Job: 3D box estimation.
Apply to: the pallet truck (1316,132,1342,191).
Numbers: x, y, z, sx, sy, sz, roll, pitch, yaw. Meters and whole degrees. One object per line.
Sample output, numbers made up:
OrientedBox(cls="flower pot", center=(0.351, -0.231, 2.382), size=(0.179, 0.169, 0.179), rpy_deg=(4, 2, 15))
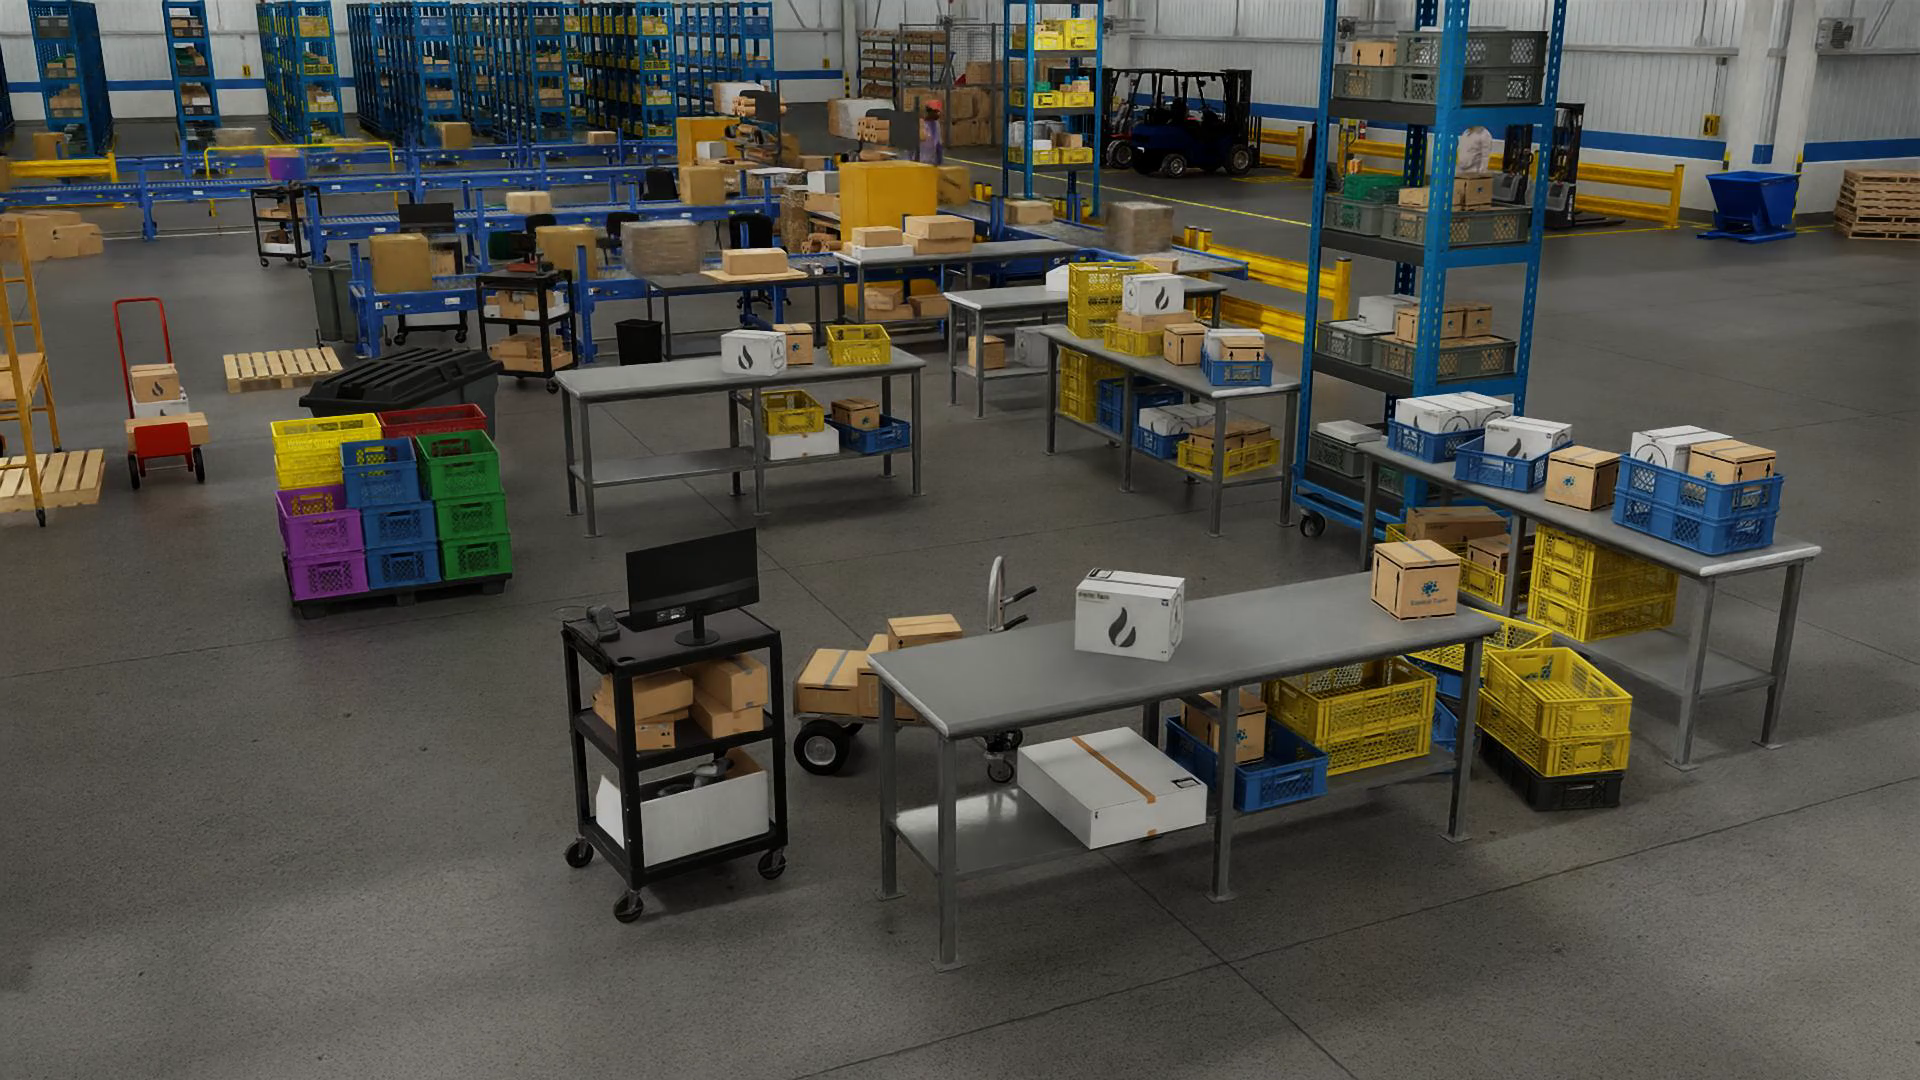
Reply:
OrientedBox(cls="pallet truck", center=(7.723, -7.504, 32.656), size=(1.601, 1.201, 0.680), rpy_deg=(-8, 19, -23))

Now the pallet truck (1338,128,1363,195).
OrientedBox(cls="pallet truck", center=(7.845, -7.140, 31.411), size=(1.522, 1.261, 0.704), rpy_deg=(-9, 20, -25))

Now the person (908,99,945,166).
OrientedBox(cls="person", center=(-0.574, -6.262, 27.488), size=(0.655, 1.993, 0.623), rpy_deg=(11, 21, 32))

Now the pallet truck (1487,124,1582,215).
OrientedBox(cls="pallet truck", center=(9.707, -6.455, 28.103), size=(1.885, 1.965, 0.823), rpy_deg=(-7, 19, -20))

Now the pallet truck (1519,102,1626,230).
OrientedBox(cls="pallet truck", center=(9.972, -6.037, 26.785), size=(1.885, 1.965, 0.823), rpy_deg=(-9, 20, -25))

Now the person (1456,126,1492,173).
OrientedBox(cls="person", center=(8.019, -5.787, 26.148), size=(0.410, 1.908, 0.643), rpy_deg=(-8, 19, -22))

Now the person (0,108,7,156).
OrientedBox(cls="person", center=(-23.324, -10.175, 40.095), size=(0.429, 1.822, 0.608), rpy_deg=(-9, 20, -27))

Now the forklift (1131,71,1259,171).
OrientedBox(cls="forklift", center=(4.998, -8.936, 35.413), size=(2.680, 1.987, 1.157), rpy_deg=(-9, 20, -25))

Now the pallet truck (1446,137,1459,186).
OrientedBox(cls="pallet truck", center=(9.184, -6.485, 29.328), size=(1.630, 1.274, 0.653), rpy_deg=(-8, 19, -23))

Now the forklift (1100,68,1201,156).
OrientedBox(cls="forklift", center=(4.082, -9.564, 37.410), size=(2.680, 1.987, 1.157), rpy_deg=(-8, 19, -23))
